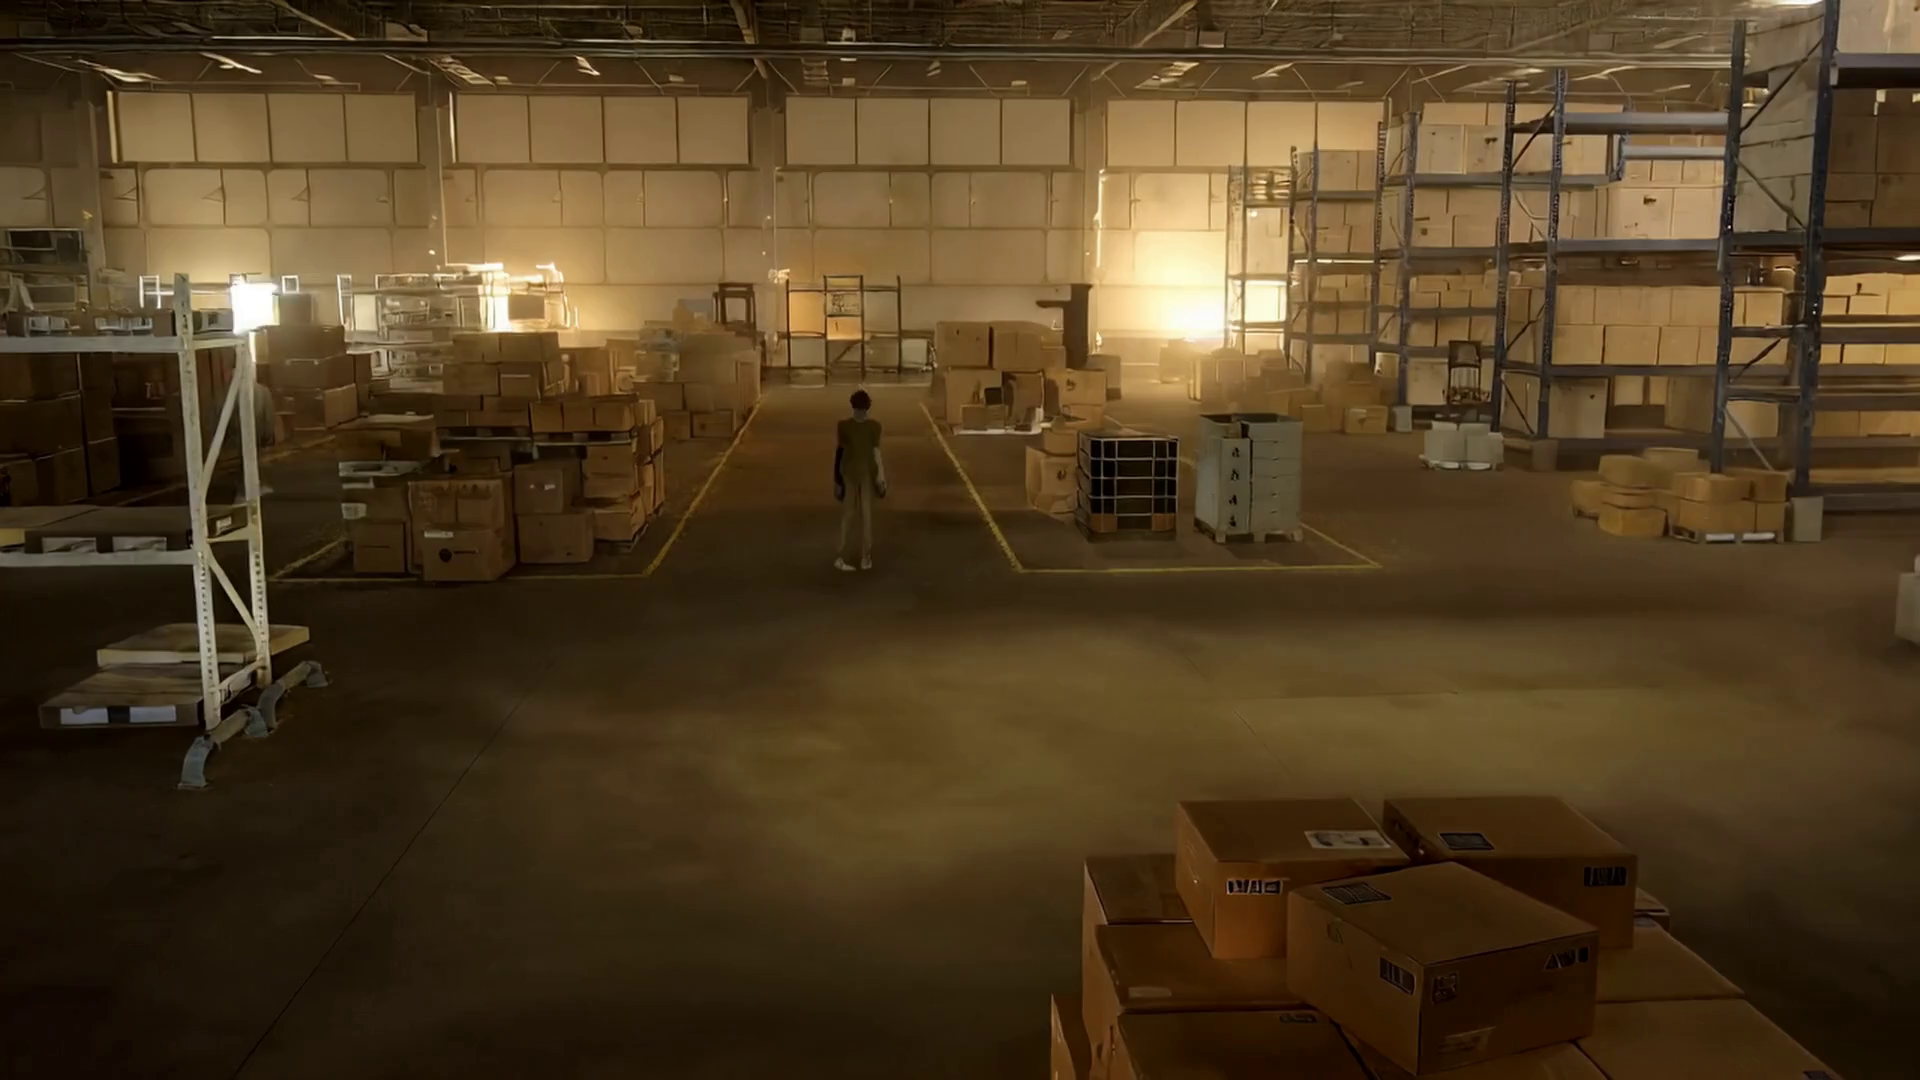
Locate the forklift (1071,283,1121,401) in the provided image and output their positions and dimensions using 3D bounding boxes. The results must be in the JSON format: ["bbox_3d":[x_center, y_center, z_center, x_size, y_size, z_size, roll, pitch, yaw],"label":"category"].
[{"bbox_3d":[2.880,-4.745,39.827,1.873,2.768,1.129,-1,9,-4],"label":"forklift"}]

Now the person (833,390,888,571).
[{"bbox_3d":[-1.031,-0.626,17.155,0.552,1.864,0.356,-4,10,-25],"label":"person"}]

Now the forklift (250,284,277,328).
[{"bbox_3d":[-15.998,-4.512,38.359,1.873,2.768,1.129,-2,9,-10],"label":"forklift"}]

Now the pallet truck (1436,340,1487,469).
[{"bbox_3d":[8.004,-2.170,26.422,0.823,1.965,1.885,2,9,14],"label":"pallet truck"}]

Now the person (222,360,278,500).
[{"bbox_3d":[-9.618,-1.490,22.517,0.651,1.890,1.033,1,9,4],"label":"person"}]

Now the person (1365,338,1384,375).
[{"bbox_3d":[9.323,-3.742,37.410,0.306,1.639,0.524,-7,11,-36],"label":"person"}]

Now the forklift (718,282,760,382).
[{"bbox_3d":[-6.056,-5.590,45.133,1.129,2.768,1.873,-1,9,-4],"label":"forklift"}]
